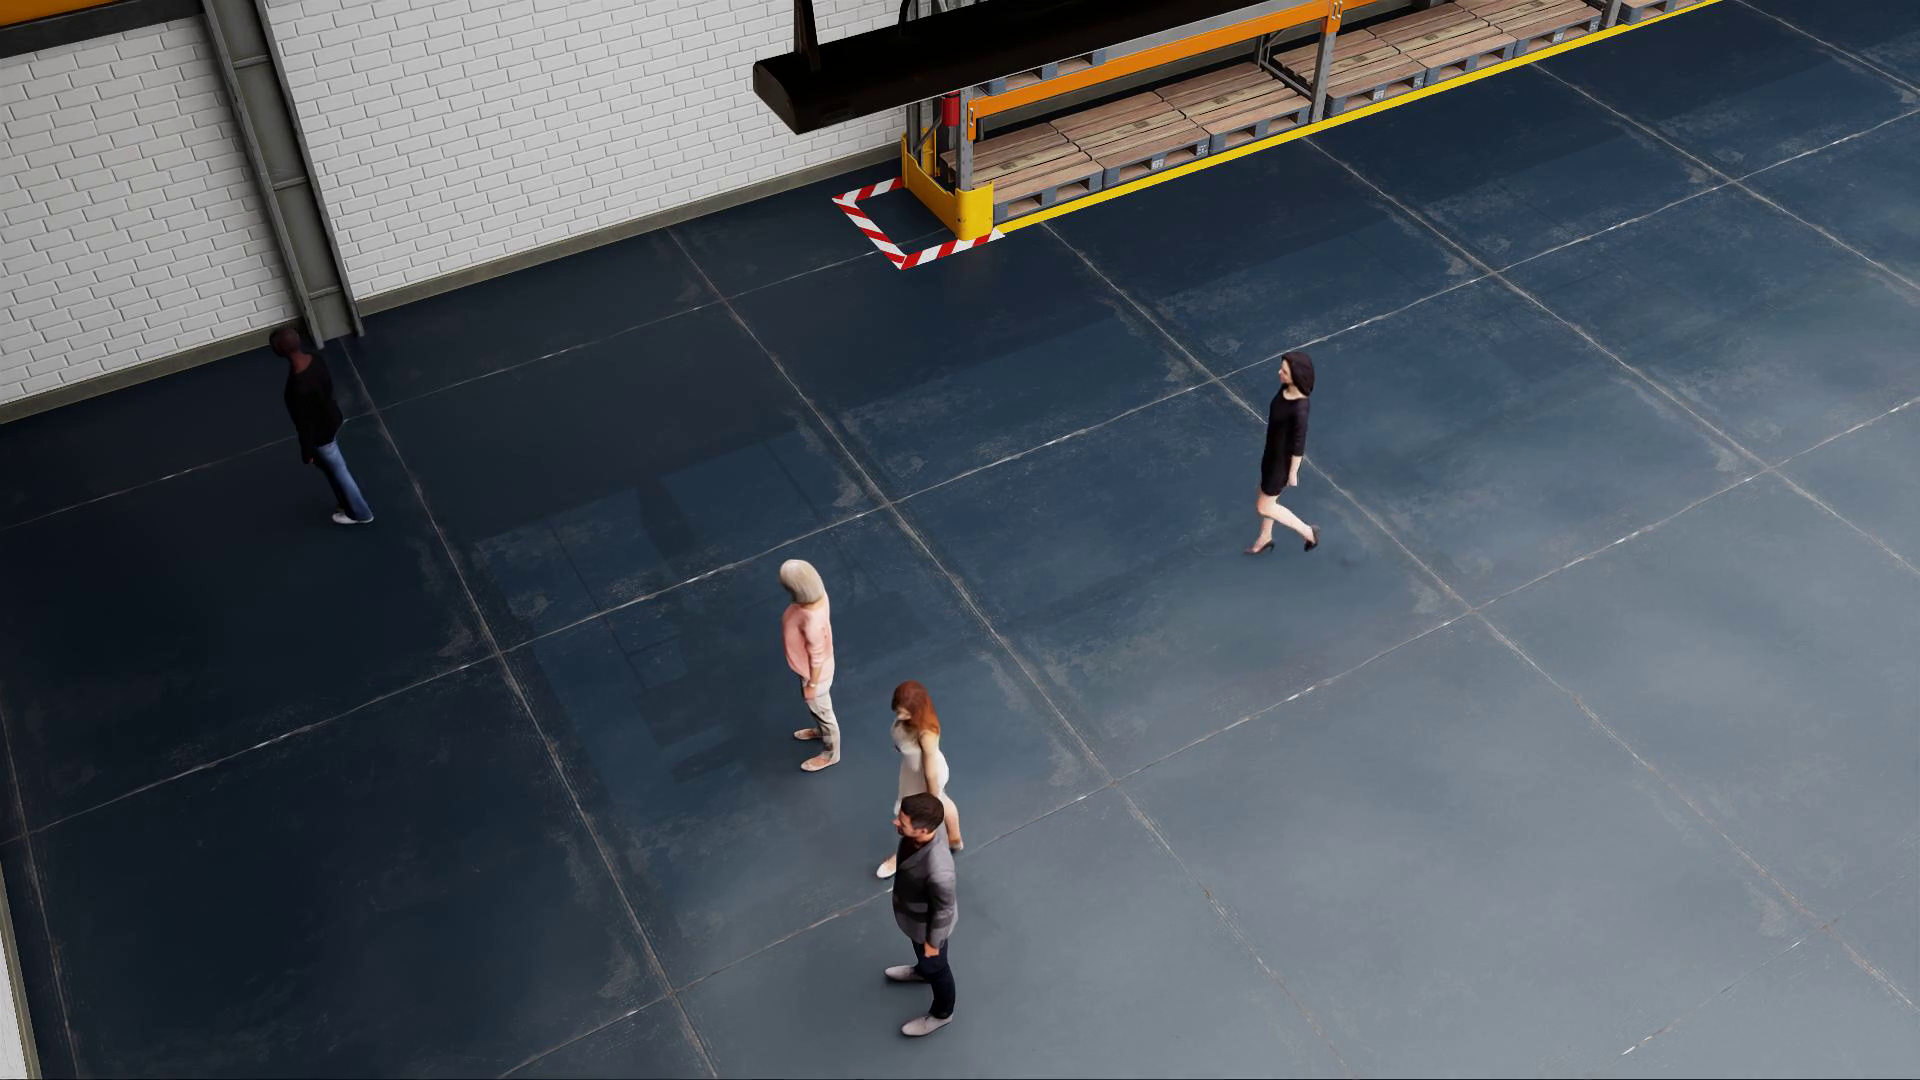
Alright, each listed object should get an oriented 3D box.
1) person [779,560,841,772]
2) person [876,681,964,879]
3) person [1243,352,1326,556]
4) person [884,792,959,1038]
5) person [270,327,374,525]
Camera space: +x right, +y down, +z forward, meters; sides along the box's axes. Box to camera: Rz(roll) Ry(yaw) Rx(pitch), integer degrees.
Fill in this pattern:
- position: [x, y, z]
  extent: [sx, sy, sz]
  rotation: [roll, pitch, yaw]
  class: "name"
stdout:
- position: [-0.888, 0.735, 10.054]
  extent: [0.628, 1.723, 0.664]
  rotation: [-8, 44, -8]
  class: "person"
- position: [-0.146, 1.341, 9.452]
  extent: [0.898, 1.675, 0.878]
  rotation: [-6, 44, -6]
  class: "person"
- position: [2.271, -0.534, 11.338]
  extent: [0.891, 1.789, 0.801]
  rotation: [1, 44, 1]
  class: "person"
- position: [-0.178, 1.921, 8.699]
  extent: [0.706, 1.874, 0.748]
  rotation: [-9, 44, -10]
  class: "person"
- position: [-4.371, -0.774, 11.625]
  extent: [0.720, 1.740, 0.703]
  rotation: [0, 44, 0]
  class: "person"
